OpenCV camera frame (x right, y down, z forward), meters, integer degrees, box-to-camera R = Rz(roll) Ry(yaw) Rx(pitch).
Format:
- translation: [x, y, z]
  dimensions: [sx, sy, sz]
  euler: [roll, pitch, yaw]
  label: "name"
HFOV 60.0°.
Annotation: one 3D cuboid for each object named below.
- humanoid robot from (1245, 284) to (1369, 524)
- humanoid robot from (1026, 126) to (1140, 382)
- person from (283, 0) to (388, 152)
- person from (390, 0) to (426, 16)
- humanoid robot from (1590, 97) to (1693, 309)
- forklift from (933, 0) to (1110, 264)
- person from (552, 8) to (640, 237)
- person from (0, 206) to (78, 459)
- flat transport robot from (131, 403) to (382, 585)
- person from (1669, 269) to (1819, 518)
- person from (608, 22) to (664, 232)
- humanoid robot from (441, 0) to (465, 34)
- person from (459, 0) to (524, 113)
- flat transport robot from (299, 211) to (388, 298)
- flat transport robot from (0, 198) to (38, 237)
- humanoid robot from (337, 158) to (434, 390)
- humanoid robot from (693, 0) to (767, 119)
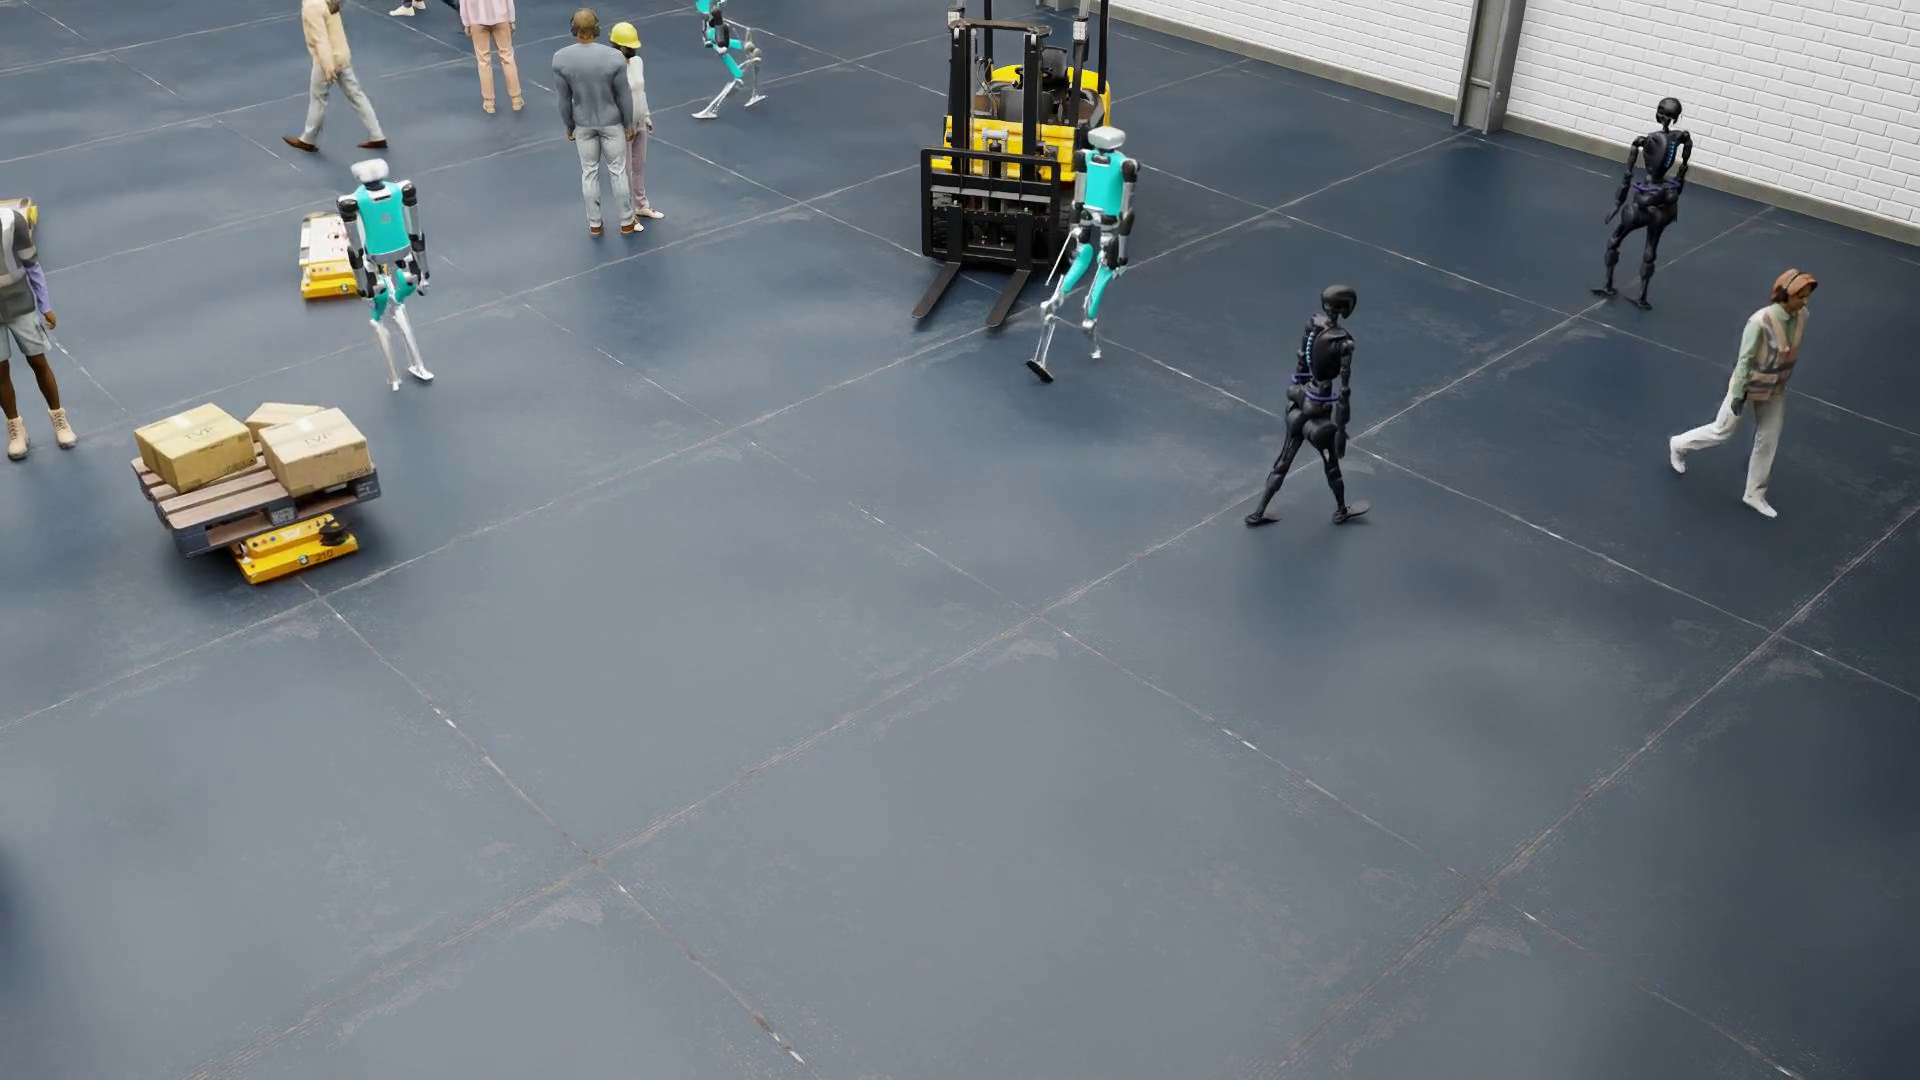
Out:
- translation: [2.194, -0.817, 10.177]
  dimensions: [0.774, 1.624, 0.599]
  euler: [-10, 34, -15]
  label: "humanoid robot"
- translation: [0.817, -1.985, 11.907]
  dimensions: [0.561, 1.756, 1.007]
  euler: [24, 40, 32]
  label: "humanoid robot"
- translation: [-6.062, -4.587, 15.805]
  dimensions: [0.986, 1.823, 0.592]
  euler: [1, 33, 2]
  label: "person"
- translation: [-6.731, -7.226, 19.827]
  dimensions: [0.443, 1.858, 0.796]
  euler: [6, 34, 9]
  label: "person"
- translation: [5.344, -2.646, 12.956]
  dimensions: [0.587, 1.640, 0.567]
  euler: [-8, 34, -12]
  label: "humanoid robot"
- translation: [0.570, -3.725, 14.138]
  dimensions: [1.214, 2.155, 2.313]
  euler: [9, 34, 13]
  label: "forklift"
- translation: [-3.050, -3.503, 14.029]
  dimensions: [0.630, 1.939, 0.372]
  euler: [-1, 33, -2]
  label: "person"
- translation: [-6.254, -1.499, 10.854]
  dimensions: [0.608, 2.042, 0.394]
  euler: [-15, 36, -22]
  label: "person"
- translation: [-4.386, -0.210, 10.495]
  dimensions: [0.659, 0.231, 1.431]
  euler: [-22, 39, -30]
  label: "flat transport robot"
- translation: [4.959, -0.984, 10.463]
  dimensions: [0.529, 1.607, 0.753]
  euler: [-15, 36, -21]
  label: "person"
- translation: [-2.815, -3.547, 14.257]
  dimensions: [0.316, 1.764, 0.521]
  euler: [14, 36, 21]
  label: "person"
- translation: [-5.873, -6.736, 19.242]
  dimensions: [0.615, 1.645, 0.401]
  euler: [8, 34, 13]
  label: "humanoid robot"
- translation: [-4.756, -5.219, 16.805]
  dimensions: [0.536, 1.781, 0.401]
  euler: [-10, 34, -15]
  label: "person"
- translation: [-5.139, -2.412, 13.881]
  dimensions: [0.659, 0.231, 1.431]
  euler: [-9, 34, -14]
  label: "flat transport robot"
- translation: [-8.261, -2.557, 14.104]
  dimensions: [0.659, 0.231, 1.431]
  euler: [-11, 35, -17]
  label: "flat transport robot"
- translation: [-4.062, -1.876, 11.715]
  dimensions: [0.547, 1.795, 0.757]
  euler: [-22, 39, -30]
  label: "humanoid robot"
- translation: [-2.250, -5.094, 16.700]
  dimensions: [1.006, 1.770, 0.530]
  euler: [-15, 36, -22]
  label: "humanoid robot"
